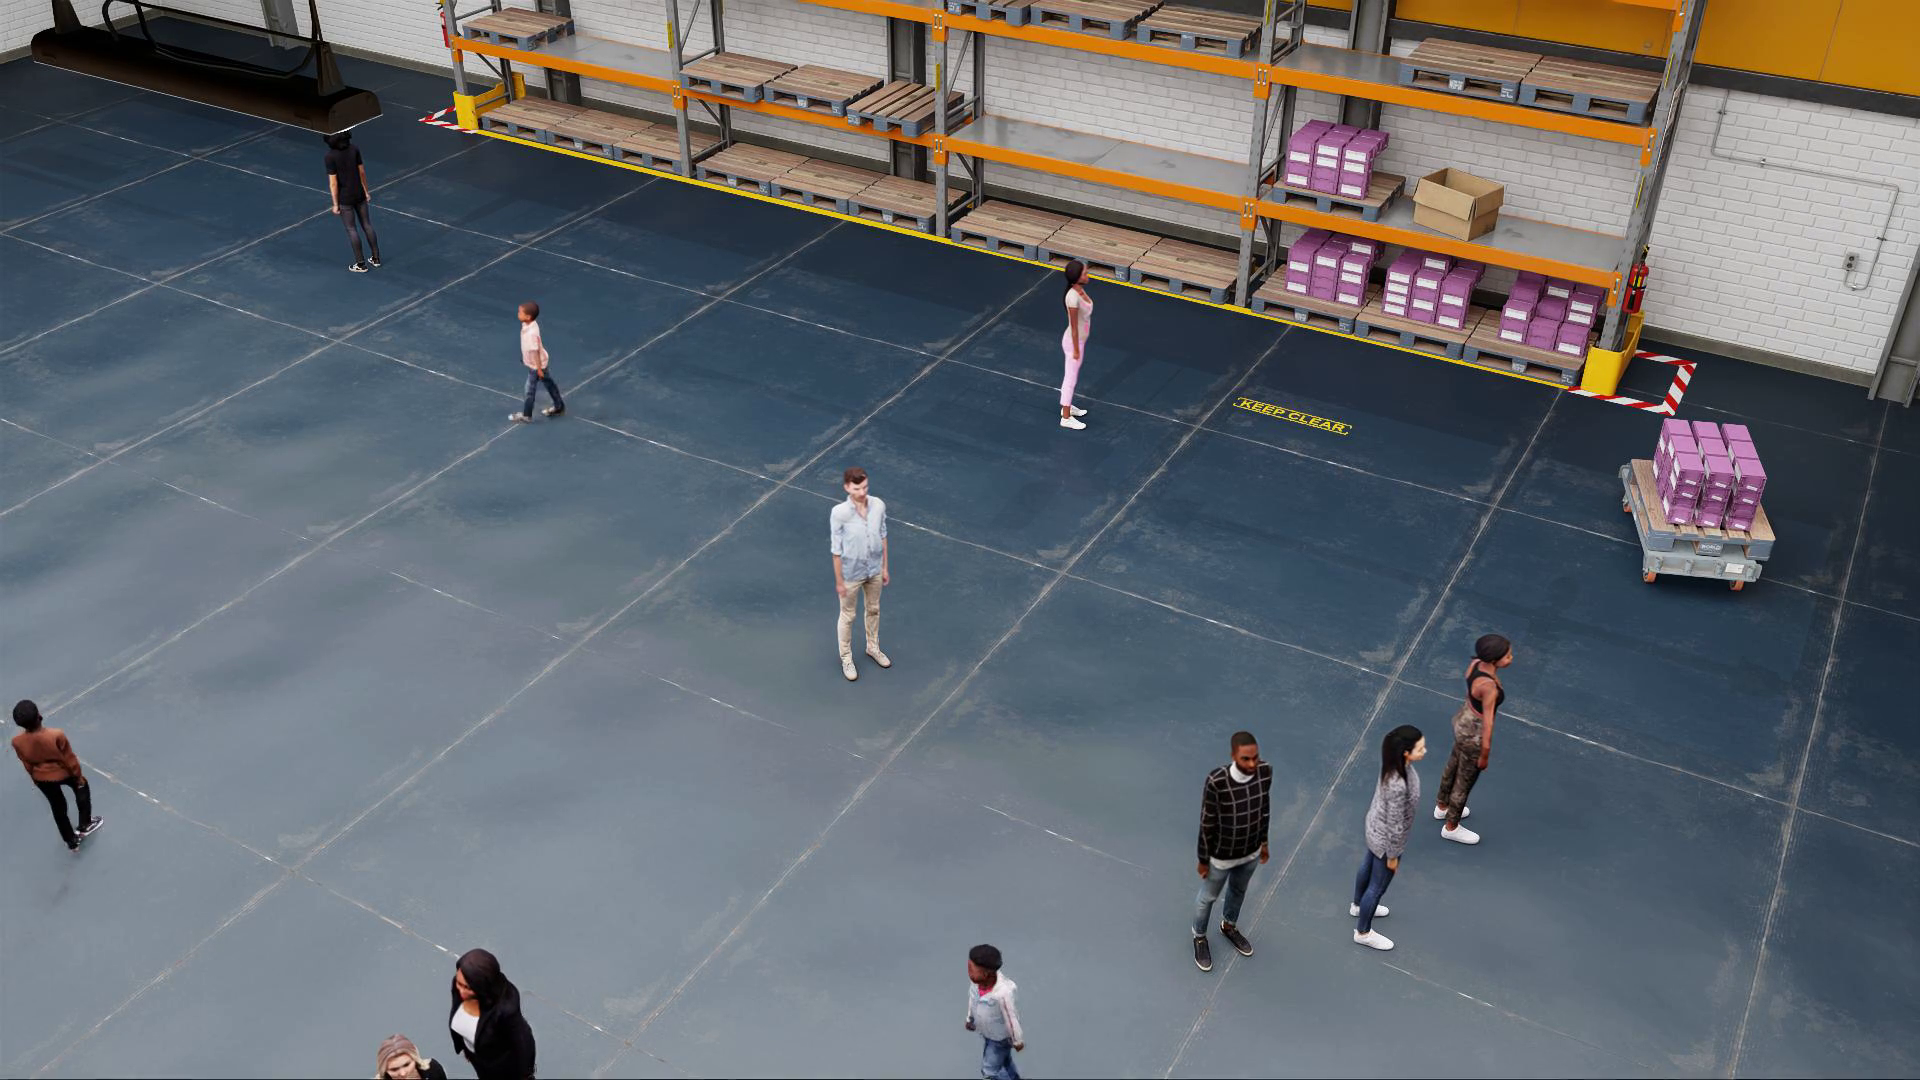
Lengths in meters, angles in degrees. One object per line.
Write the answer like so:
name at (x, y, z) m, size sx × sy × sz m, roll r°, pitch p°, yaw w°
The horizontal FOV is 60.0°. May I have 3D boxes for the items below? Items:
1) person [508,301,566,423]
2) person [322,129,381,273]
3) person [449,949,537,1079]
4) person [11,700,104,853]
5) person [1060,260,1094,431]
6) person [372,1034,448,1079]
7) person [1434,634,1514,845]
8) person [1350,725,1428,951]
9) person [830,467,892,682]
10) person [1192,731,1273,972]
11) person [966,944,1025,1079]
person at (-4.158, -1.783, 16.619) m, size 0.865 × 1.284 × 0.781 m, roll -5°, pitch 34°, yaw -7°
person at (-7.164, -4.053, 19.537) m, size 0.561 × 1.834 × 0.669 m, roll 24°, pitch 40°, yaw 31°
person at (-2.586, 2.855, 9.346) m, size 0.559 × 1.611 × 0.695 m, roll 16°, pitch 37°, yaw 23°
person at (-6.273, 1.660, 11.474) m, size 0.629 × 1.245 × 0.695 m, roll -6°, pitch 34°, yaw -9°
person at (1.132, -1.952, 16.461) m, size 0.635 × 1.740 × 0.647 m, roll 4°, pitch 34°, yaw 6°
person at (-2.828, 3.205, 8.751) m, size 0.678 × 1.687 × 0.663 m, roll -23°, pitch 40°, yaw -30°
person at (3.559, 1.345, 11.539) m, size 0.661 × 1.699 × 0.657 m, roll 1°, pitch 34°, yaw 1°
person at (2.751, 1.872, 10.715) m, size 0.657 × 1.731 × 0.690 m, roll 4°, pitch 34°, yaw 6°
person at (-0.787, 0.227, 13.085) m, size 0.731 × 1.848 × 0.726 m, roll -19°, pitch 38°, yaw -26°
person at (1.720, 1.926, 10.553) m, size 0.743 × 1.821 × 0.771 m, roll -13°, pitch 36°, yaw -19°
person at (0.265, 2.831, 9.721) m, size 0.667 × 1.235 × 0.602 m, roll -22°, pitch 40°, yaw -30°
